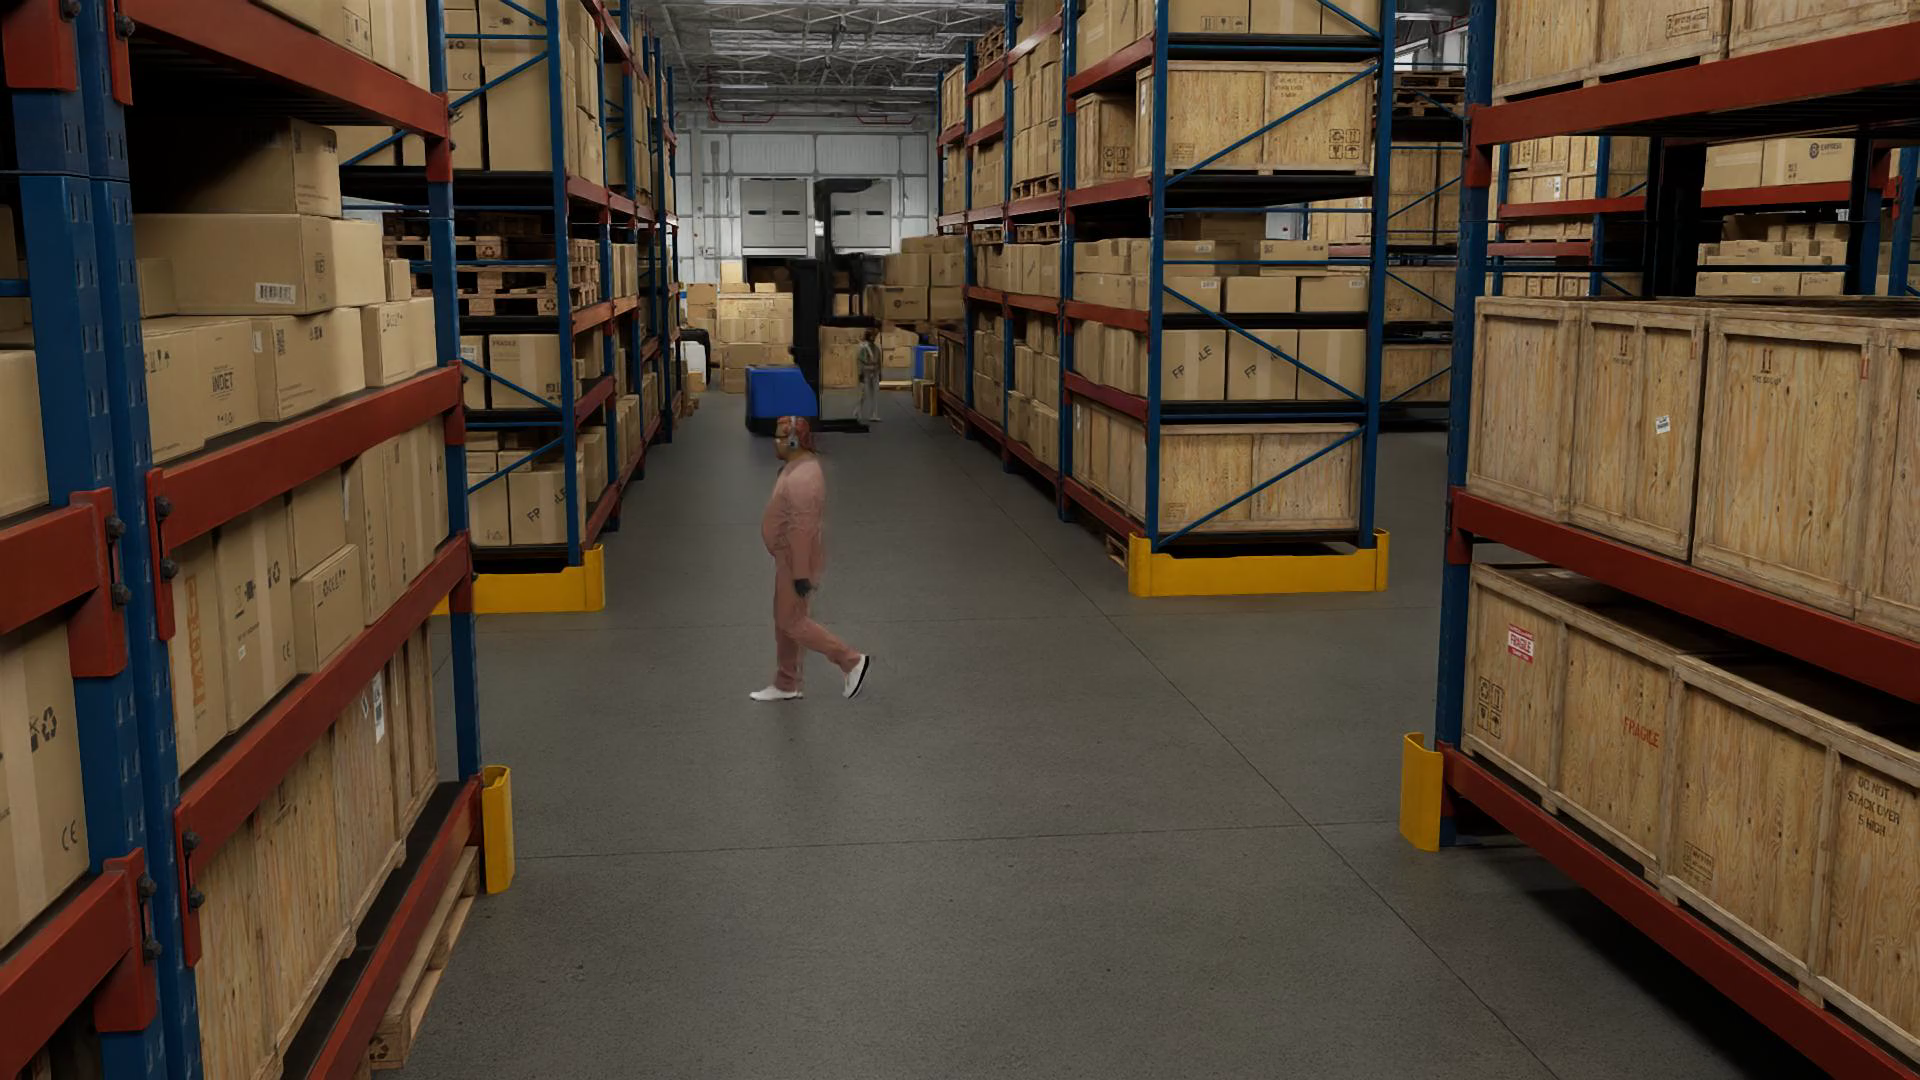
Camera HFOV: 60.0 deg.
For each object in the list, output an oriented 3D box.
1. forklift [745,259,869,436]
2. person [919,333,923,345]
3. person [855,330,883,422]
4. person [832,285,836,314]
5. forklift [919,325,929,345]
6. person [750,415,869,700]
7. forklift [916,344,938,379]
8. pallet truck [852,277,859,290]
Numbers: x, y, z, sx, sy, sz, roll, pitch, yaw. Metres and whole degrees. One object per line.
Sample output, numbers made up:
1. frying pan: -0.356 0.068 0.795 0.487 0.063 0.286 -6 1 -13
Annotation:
1. forklift: -2.508 -3.135 26.815 1.873 2.768 1.129 -2 10 -13
2. person: -1.233 -6.570 49.623 0.546 1.923 0.393 -4 10 -21
3. person: -1.577 -2.865 28.858 0.538 1.623 0.463 -9 13 -43
4. person: -4.180 -7.466 54.805 0.640 1.932 0.370 -1 10 -6
5. forklift: -1.574 -7.394 51.613 1.129 2.768 1.873 -1 10 -7
6. person: -0.984 0.133 10.688 0.709 1.887 0.650 0 10 -2
7. forklift: 0.127 -4.249 33.303 1.873 2.768 1.129 -6 11 -31
8. pallet truck: -3.782 -9.391 65.808 1.885 1.965 0.823 2 10 10
